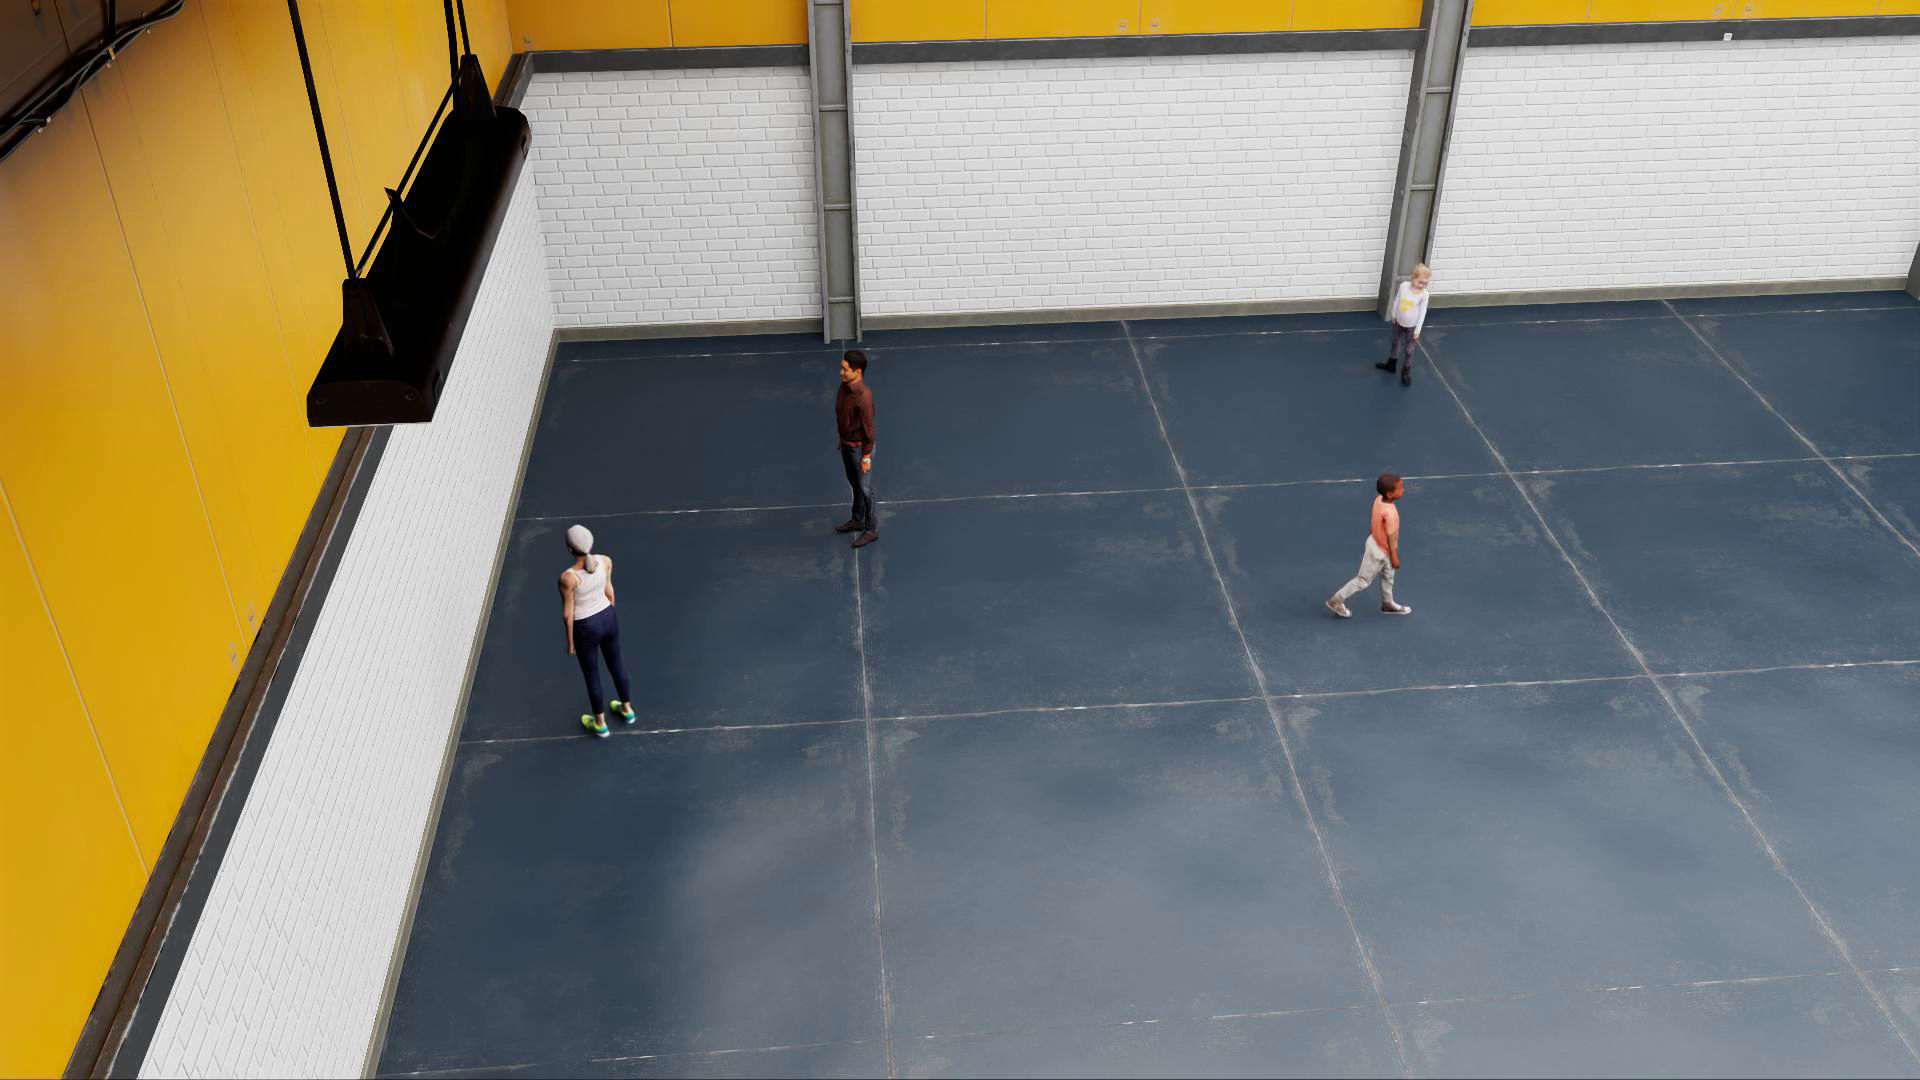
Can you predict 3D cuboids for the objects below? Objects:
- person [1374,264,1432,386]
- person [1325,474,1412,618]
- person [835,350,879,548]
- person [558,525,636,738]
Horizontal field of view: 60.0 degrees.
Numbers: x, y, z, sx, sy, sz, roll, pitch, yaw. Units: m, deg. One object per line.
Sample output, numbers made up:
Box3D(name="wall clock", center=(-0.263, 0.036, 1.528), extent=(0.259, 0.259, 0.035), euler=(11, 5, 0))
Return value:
Box3D(name="person", center=(4.401, -2.165, 16.422), extent=(0.719, 1.256, 0.698), euler=(-20, 39, -27))
Box3D(name="person", center=(3.221, 0.068, 13.024), extent=(0.941, 1.300, 0.600), euler=(4, 34, 6))
Box3D(name="person", center=(-0.847, -0.782, 13.867), extent=(0.693, 1.782, 0.718), euler=(-19, 38, -26))
Box3D(name="person", center=(-2.584, 0.641, 11.799), extent=(0.730, 1.700, 0.667), euler=(26, 41, 33))
